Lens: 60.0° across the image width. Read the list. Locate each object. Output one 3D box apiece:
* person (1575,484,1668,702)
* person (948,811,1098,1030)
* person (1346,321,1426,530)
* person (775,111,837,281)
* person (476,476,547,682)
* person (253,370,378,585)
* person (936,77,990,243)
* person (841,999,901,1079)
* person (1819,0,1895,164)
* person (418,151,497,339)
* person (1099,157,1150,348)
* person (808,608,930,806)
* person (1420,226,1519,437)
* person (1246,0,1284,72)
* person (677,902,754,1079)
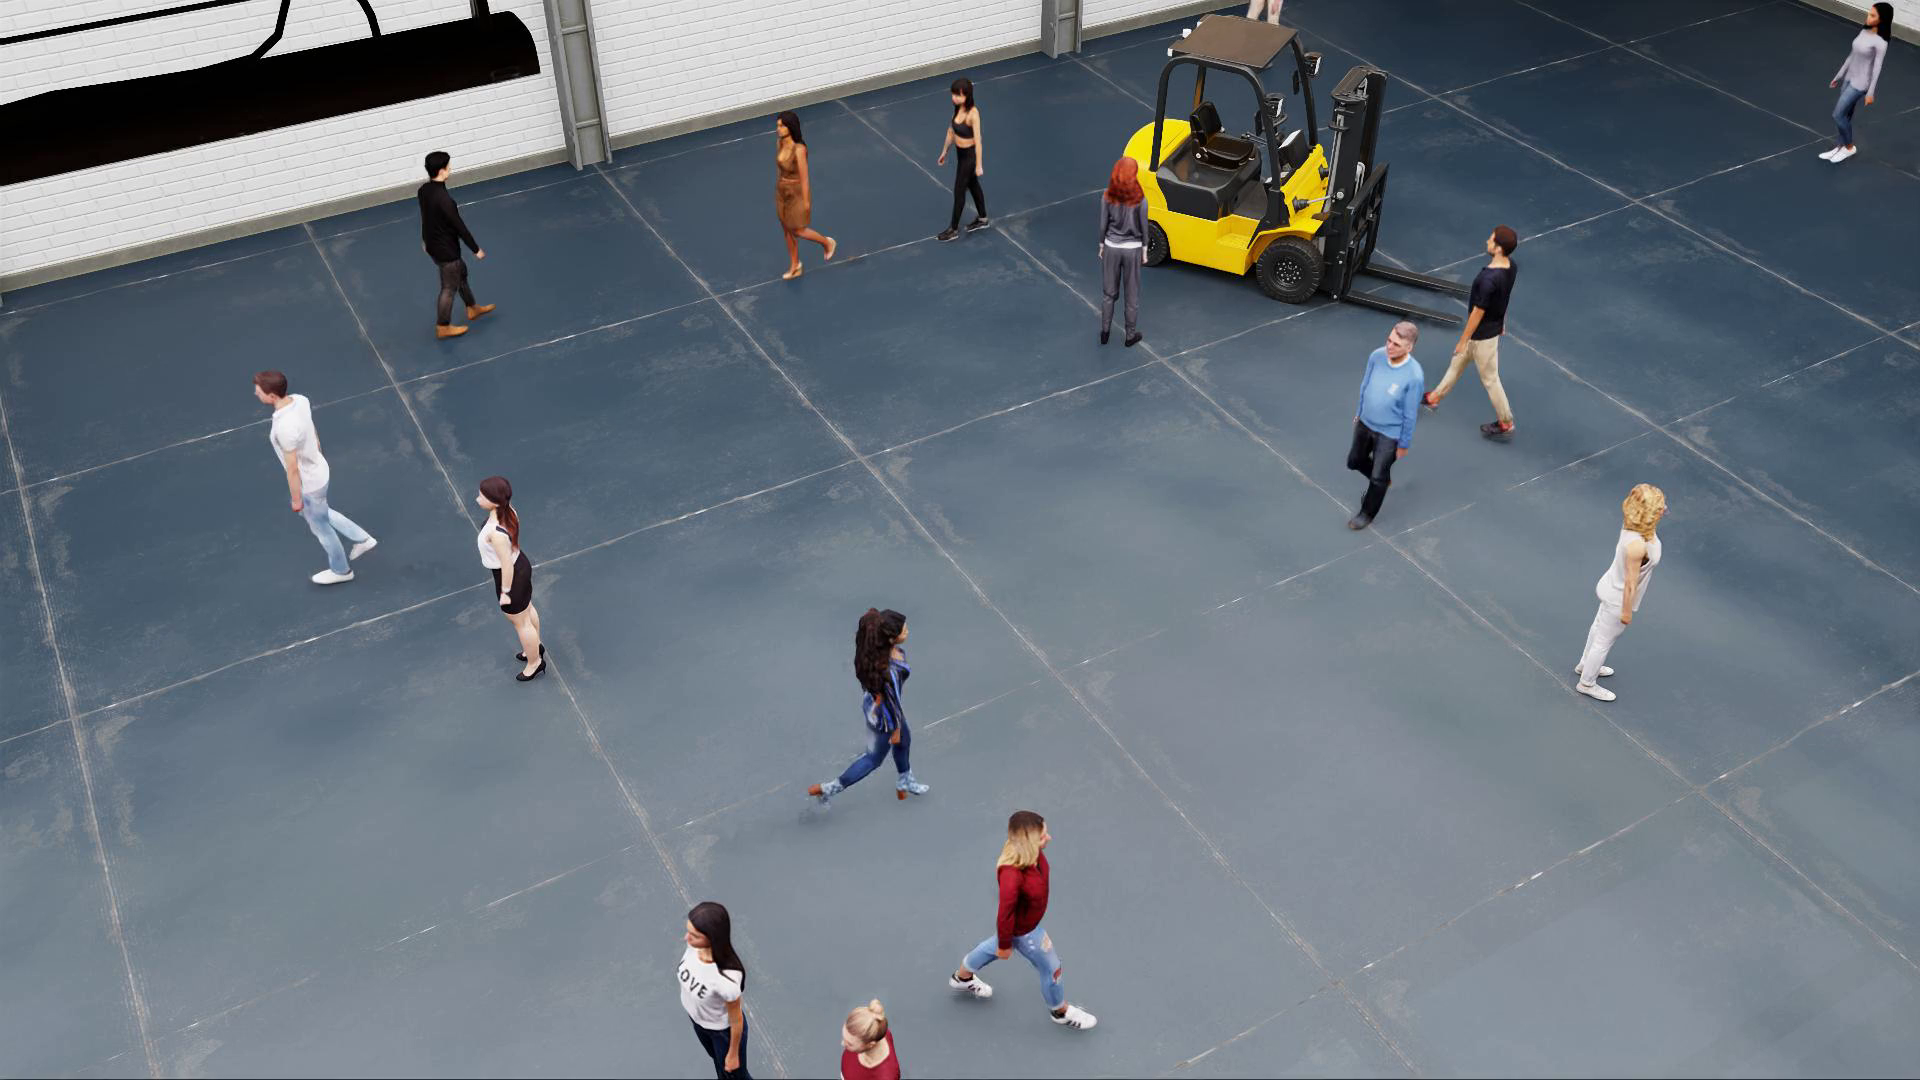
[{"bbox_3d":[4.371,0.326,11.021,0.728,1.670,0.670,9,40,11],"label":"person"},{"bbox_3d":[0.259,2.027,8.953,1.149,1.593,1.040,6,39,8],"label":"person"},{"bbox_3d":[3.216,-0.894,12.437,0.792,1.808,0.744,-27,46,-29],"label":"person"},{"bbox_3d":[-1.471,-3.199,15.431,0.818,1.673,0.618,-25,45,-28],"label":"person"},{"bbox_3d":[-2.999,0.253,11.129,0.614,1.648,0.616,-6,39,-7],"label":"person"},{"bbox_3d":[-4.533,-0.431,11.832,0.824,1.840,0.760,-6,39,-7],"label":"person"},{"bbox_3d":[0.151,-3.725,16.134,0.867,1.619,0.574,-17,42,-20],"label":"person"},{"bbox_3d":[-0.417,2.745,7.964,0.581,1.705,0.657,-10,40,-12],"label":"person"},{"bbox_3d":[9.458,-4.742,17.324,0.778,1.723,0.743,3,39,4],"label":"person"},{"bbox_3d":[-4.593,-2.540,14.587,0.887,1.696,0.707,-24,45,-27],"label":"person"},{"bbox_3d":[1.414,-2.496,14.464,0.649,1.782,0.696,12,40,15],"label":"person"},{"bbox_3d":[-0.539,1.080,10.139,1.075,1.592,0.783,-10,40,-13],"label":"person"},{"bbox_3d":[4.288,-1.618,13.344,1.097,1.808,1.226,22,43,25],"label":"person"},{"bbox_3d":[3.682,-6.363,19.260,0.612,1.840,0.663,-19,42,-22],"label":"person"},{"bbox_3d":[-1.199,2.411,8.325,0.546,1.774,0.612,-25,45,-28],"label":"person"}]
